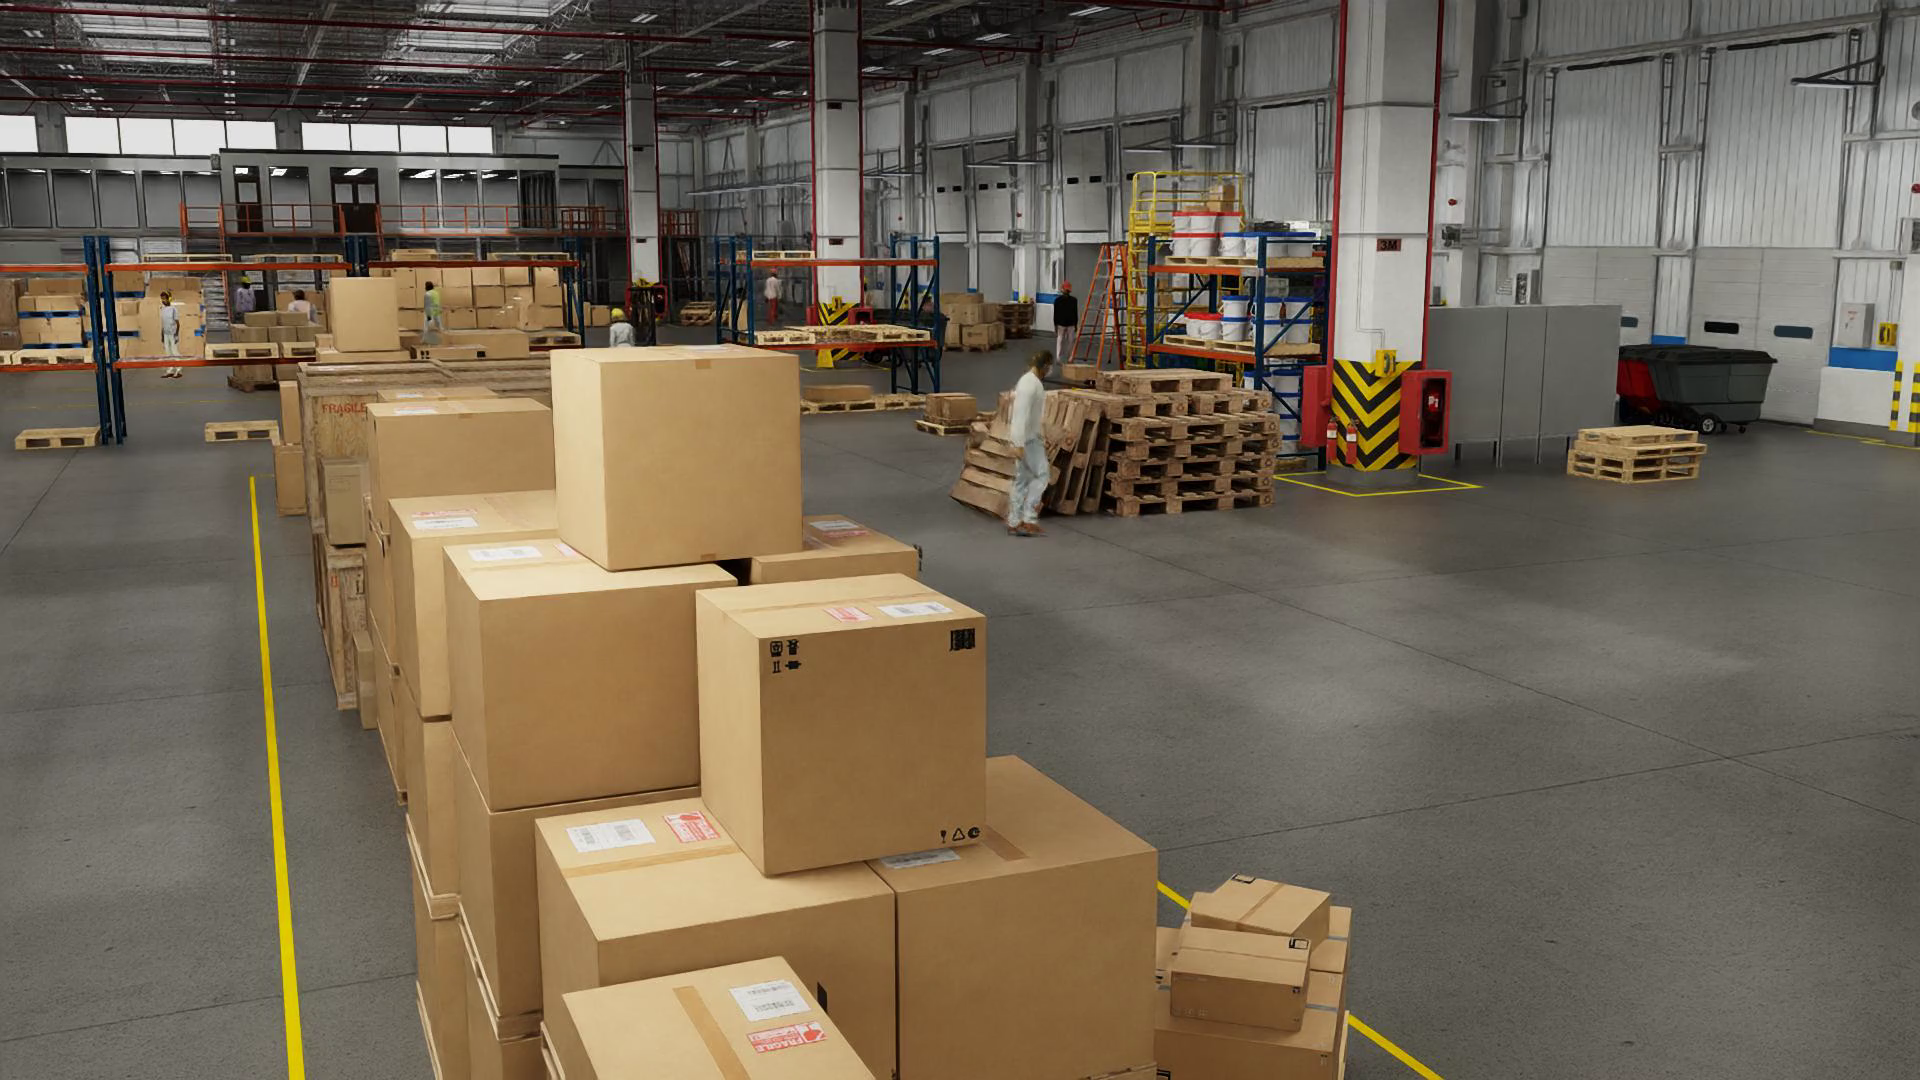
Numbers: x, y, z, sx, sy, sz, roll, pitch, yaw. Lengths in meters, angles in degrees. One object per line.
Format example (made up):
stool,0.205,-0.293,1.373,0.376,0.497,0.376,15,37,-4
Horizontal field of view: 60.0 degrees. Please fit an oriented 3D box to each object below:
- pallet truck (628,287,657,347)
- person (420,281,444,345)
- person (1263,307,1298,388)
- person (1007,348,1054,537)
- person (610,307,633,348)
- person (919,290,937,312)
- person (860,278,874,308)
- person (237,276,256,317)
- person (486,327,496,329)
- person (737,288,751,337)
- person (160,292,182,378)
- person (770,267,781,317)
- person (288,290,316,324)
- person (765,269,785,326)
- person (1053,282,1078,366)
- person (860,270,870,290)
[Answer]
pallet truck,-6.464,-4.406,35.401,0.823,1.965,1.885,6,12,32
person,-14.802,-6.359,46.727,0.944,1.802,0.639,4,11,19
person,5.278,-2.896,27.392,0.583,1.883,0.348,0,10,-1
person,0.737,-0.970,16.730,0.585,1.899,0.703,1,10,6
person,-6.301,-3.462,30.939,0.370,1.722,0.550,9,14,41
person,-0.760,-5.350,41.285,0.542,1.746,0.470,-5,12,-27
person,-2.691,-6.352,46.353,0.624,1.912,0.406,6,12,30
person,-21.003,-6.806,48.912,0.852,1.902,0.593,5,11,24
person,-6.376,-2.037,22.937,0.993,1.798,0.532,4,11,21
person,-5.745,-5.879,44.420,0.534,1.671,0.677,-7,12,-34
person,-17.004,-4.403,35.760,0.507,1.865,0.329,4,11,23
person,-7.068,-9.448,63.392,0.410,1.923,0.583,7,12,34
person,-15.131,-4.812,38.143,0.661,1.812,0.832,-9,13,-39
person,-6.310,-8.346,57.239,0.665,1.947,0.986,10,14,43
person,2.503,-5.101,39.283,0.608,1.986,0.400,-3,11,-18
person,-3.604,-8.955,60.852,0.674,1.878,1.049,0,10,2
